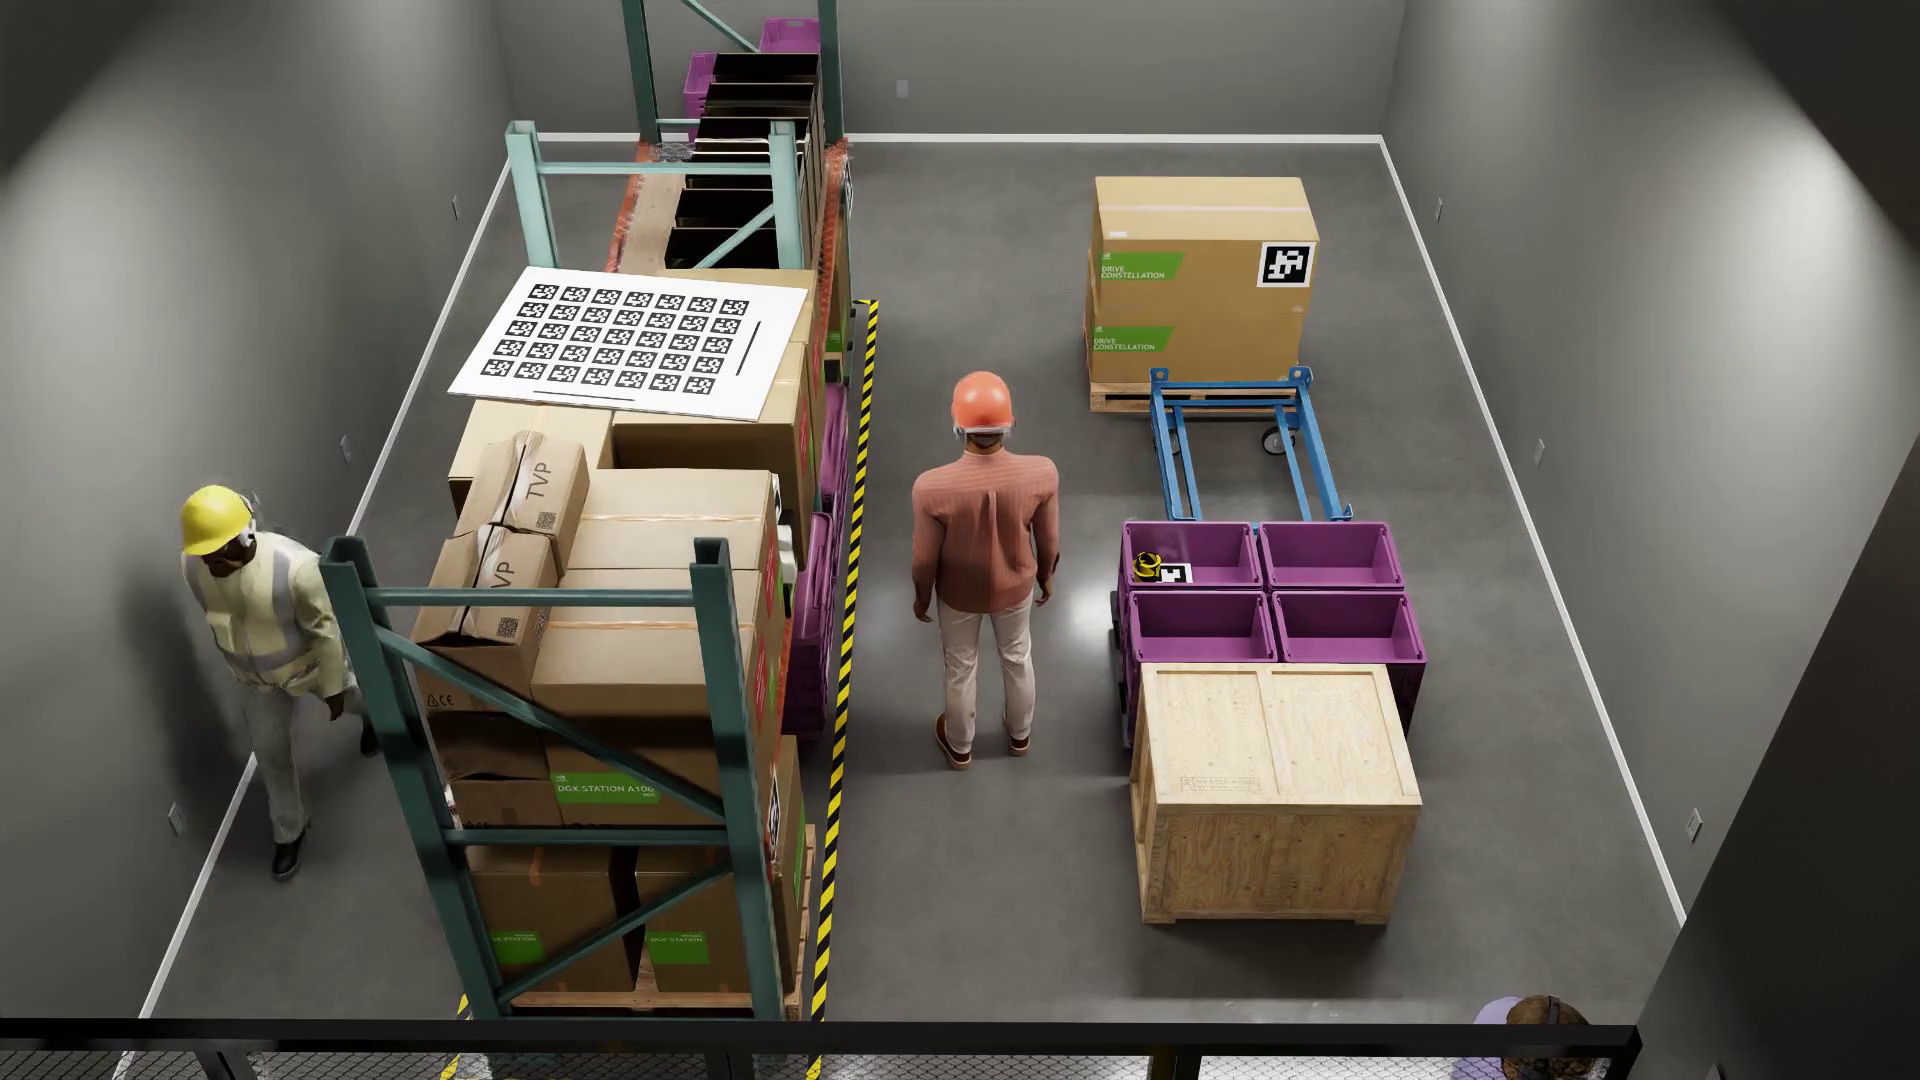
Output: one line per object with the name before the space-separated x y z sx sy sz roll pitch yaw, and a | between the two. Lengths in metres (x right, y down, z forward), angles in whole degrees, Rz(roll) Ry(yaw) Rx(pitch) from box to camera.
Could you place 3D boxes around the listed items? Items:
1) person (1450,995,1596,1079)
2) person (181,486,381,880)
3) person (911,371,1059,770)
person | 1.528 1.938 4.903 0.372 1.940 0.632 11 42 12
person | -2.724 0.433 6.740 0.582 1.784 0.961 2 41 2
person | 0.096 0.155 6.896 0.622 1.990 0.399 -9 42 -11
